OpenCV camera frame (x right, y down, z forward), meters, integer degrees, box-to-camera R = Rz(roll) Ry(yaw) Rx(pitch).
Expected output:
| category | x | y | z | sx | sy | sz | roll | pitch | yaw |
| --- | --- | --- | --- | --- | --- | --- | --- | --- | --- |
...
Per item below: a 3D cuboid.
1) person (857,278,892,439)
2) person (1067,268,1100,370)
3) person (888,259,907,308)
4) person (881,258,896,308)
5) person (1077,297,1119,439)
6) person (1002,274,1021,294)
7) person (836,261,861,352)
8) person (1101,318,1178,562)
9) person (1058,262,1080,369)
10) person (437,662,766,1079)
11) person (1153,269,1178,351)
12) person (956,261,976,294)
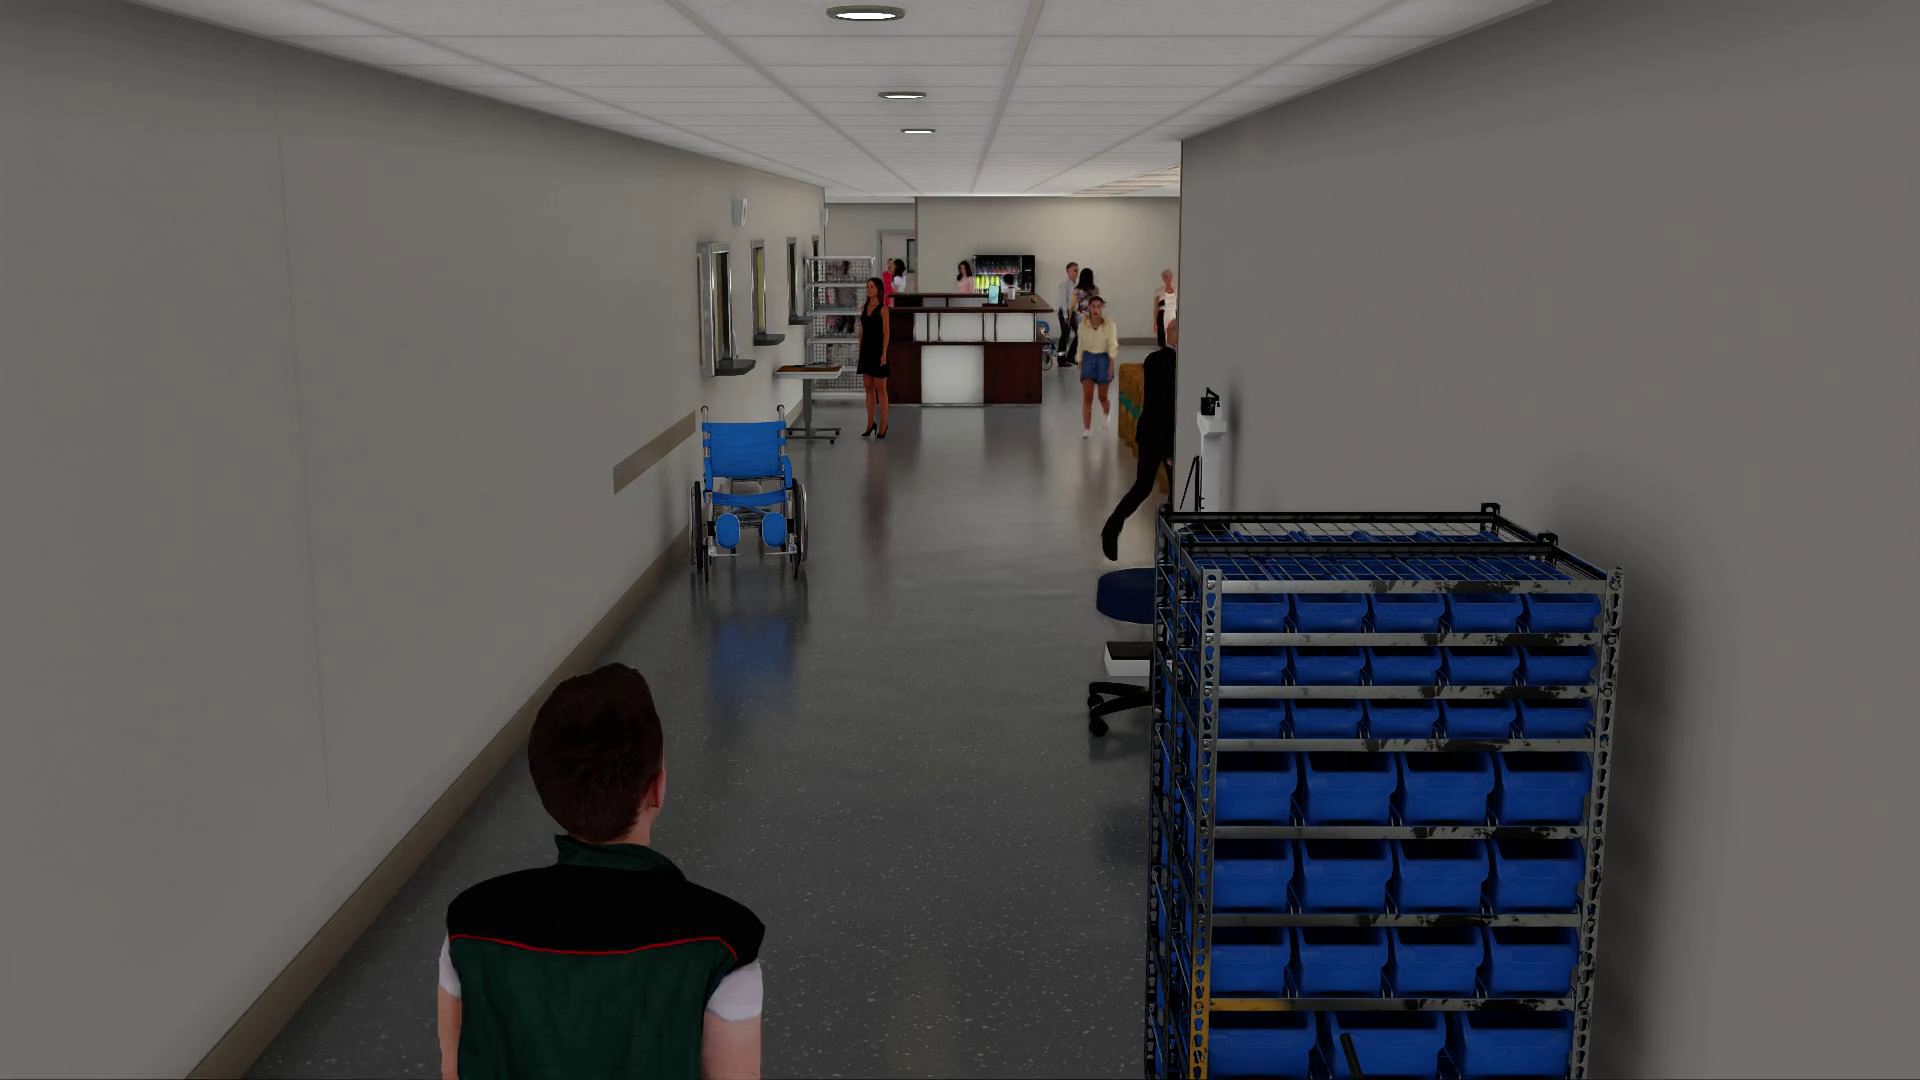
| category | x | y | z | sx | sy | sz | roll | pitch | yaw |
| --- | --- | --- | --- | --- | --- | --- | --- | --- | --- |
| person | -0.983 | -2.096 | 19.180 | 0.640 | 1.834 | 0.723 | 8 | 13 | 36 |
| person | 2.078 | -3.565 | 27.291 | 1.058 | 1.696 | 0.858 | -3 | 11 | -15 |
| person | -1.016 | -4.256 | 30.705 | 1.139 | 1.781 | 0.769 | 2 | 11 | 10 |
| person | -1.502 | -5.304 | 36.425 | 0.776 | 1.707 | 0.690 | 2 | 11 | 9 |
| person | 1.590 | -1.987 | 19.203 | 1.015 | 1.610 | 0.842 | 2 | 11 | 13 |
| person | 1.020 | -4.216 | 31.196 | 0.818 | 1.519 | 0.824 | -4 | 11 | -20 |
| person | -2.178 | -4.513 | 32.116 | 0.830 | 1.760 | 0.787 | 2 | 11 | 13 |
| person | 1.391 | -0.696 | 11.999 | 1.252 | 1.760 | 1.115 | -9 | 14 | -40 |
| person | 1.809 | -3.859 | 28.559 | 0.888 | 1.800 | 0.844 | 9 | 14 | 38 |
| person | -0.515 | 1.102 | 2.389 | 1.084 | 1.810 | 0.822 | 2 | 11 | 8 |
| person | 3.262 | -3.395 | 26.277 | 0.662 | 1.739 | 0.749 | -2 | 11 | -8 |
| person | 0.190 | -4.424 | 31.794 | 1.287 | 1.704 | 1.078 | -6 | 12 | -30 |
